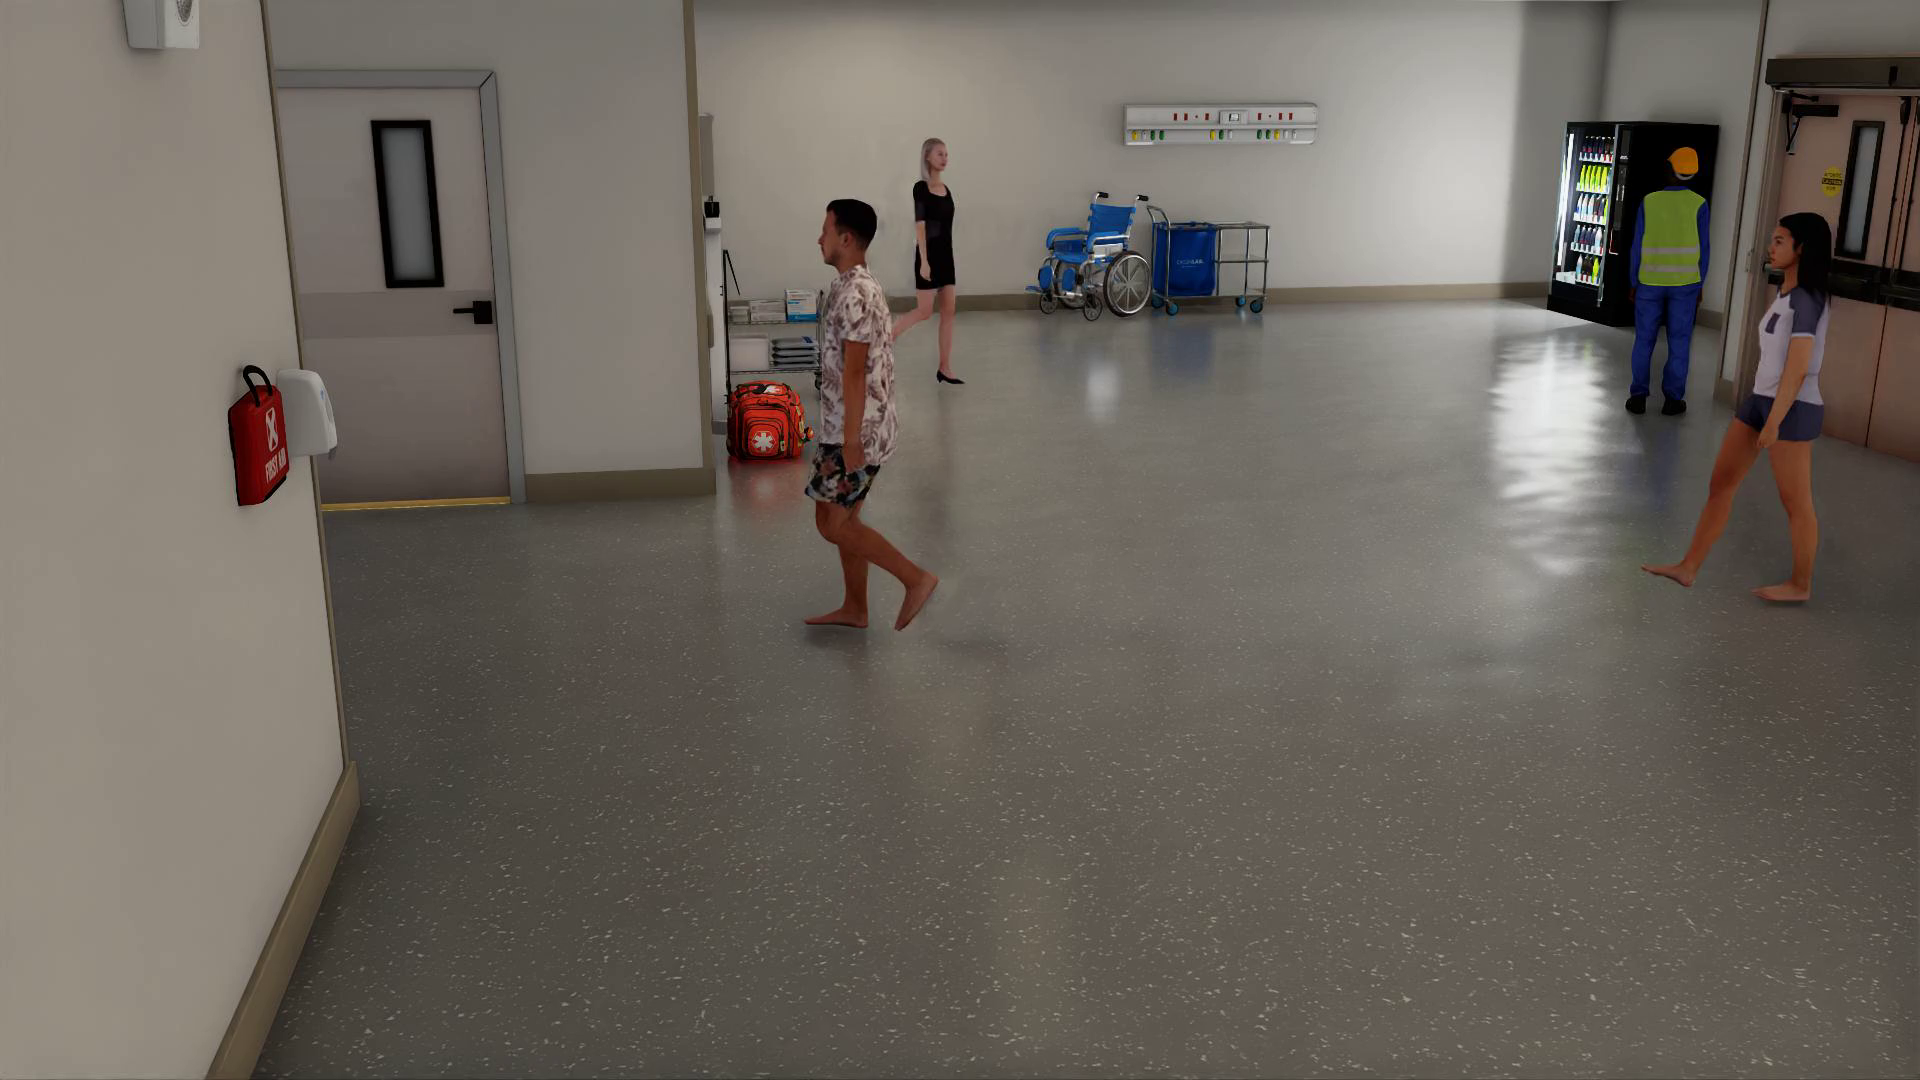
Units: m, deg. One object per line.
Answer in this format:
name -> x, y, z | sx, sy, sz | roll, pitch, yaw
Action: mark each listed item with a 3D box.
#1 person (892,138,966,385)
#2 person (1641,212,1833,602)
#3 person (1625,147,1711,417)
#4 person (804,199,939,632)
person -> -0.278, -2.068, 12.475 | 1.048, 1.809, 0.998 | 10, 18, 31
person -> 3.661, -0.538, 7.234 | 0.830, 1.709, 0.950 | 2, 16, 6
person -> 4.863, -1.778, 11.443 | 0.756, 1.812, 0.771 | 7, 17, 22
person -> -0.351, -0.467, 6.818 | 0.848, 1.799, 0.829 | 1, 16, 3
